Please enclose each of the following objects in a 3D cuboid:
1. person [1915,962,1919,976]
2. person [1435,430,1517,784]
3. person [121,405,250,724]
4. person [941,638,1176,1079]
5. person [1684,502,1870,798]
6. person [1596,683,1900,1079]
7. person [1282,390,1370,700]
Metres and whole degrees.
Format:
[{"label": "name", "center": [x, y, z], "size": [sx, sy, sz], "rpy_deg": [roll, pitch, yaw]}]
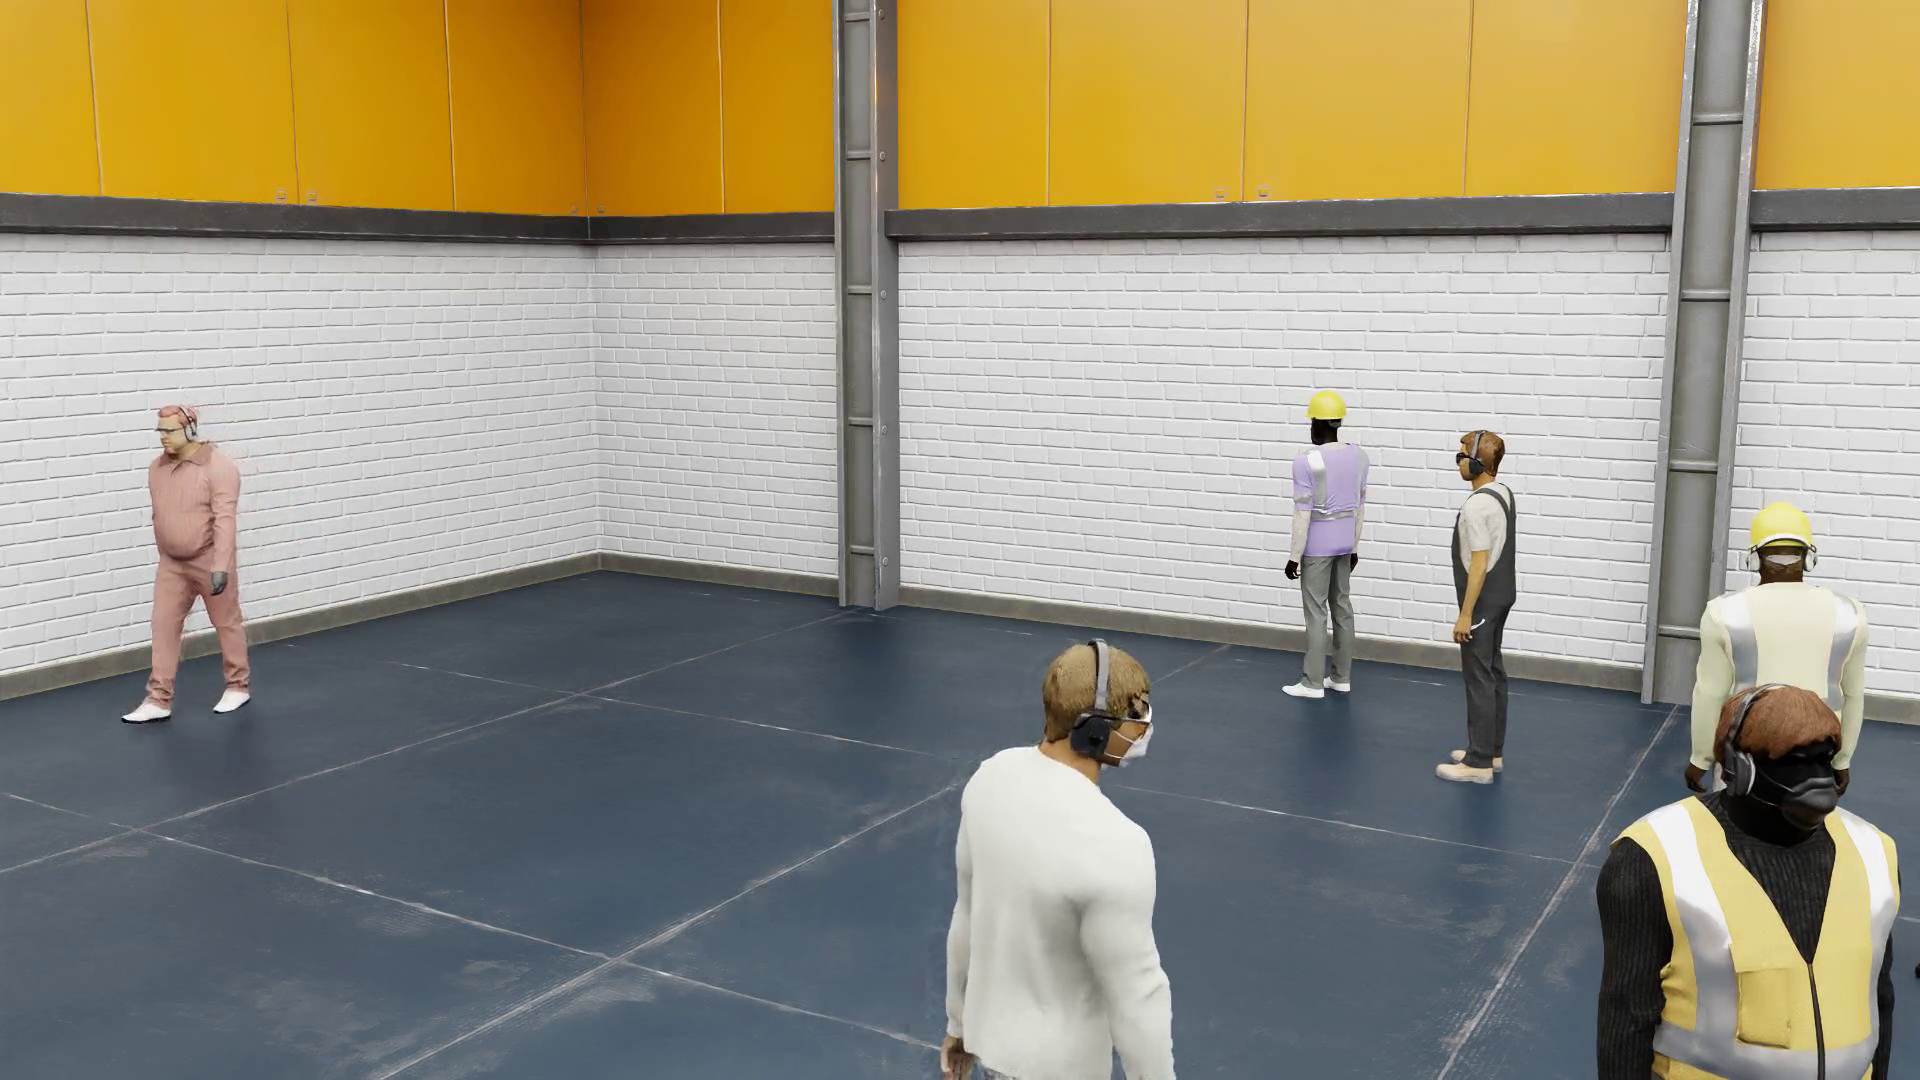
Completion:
[{"label": "person", "center": [3.813, 0.730, 5.982], "size": [0.362, 1.939, 0.542], "rpy_deg": [-3, 10, -18]}, {"label": "person", "center": [2.708, 0.346, 8.671], "size": [0.344, 1.845, 0.506], "rpy_deg": [6, 11, 35]}, {"label": "person", "center": [-4.560, 0.153, 9.775], "size": [0.666, 1.868, 0.898], "rpy_deg": [2, 9, 14]}, {"label": "person", "center": [0.213, 1.136, 3.670], "size": [1.056, 1.877, 0.635], "rpy_deg": [-4, 10, -23]}, {"label": "person", "center": [2.963, 0.772, 6.088], "size": [0.588, 1.822, 0.403], "rpy_deg": [1, 9, 7]}, {"label": "person", "center": [1.602, 1.194, 3.382], "size": [0.625, 1.846, 0.429], "rpy_deg": [-1, 9, -7]}, {"label": "person", "center": [2.269, 0.033, 10.357], "size": [0.588, 1.930, 0.359], "rpy_deg": [-6, 11, -33]}]
